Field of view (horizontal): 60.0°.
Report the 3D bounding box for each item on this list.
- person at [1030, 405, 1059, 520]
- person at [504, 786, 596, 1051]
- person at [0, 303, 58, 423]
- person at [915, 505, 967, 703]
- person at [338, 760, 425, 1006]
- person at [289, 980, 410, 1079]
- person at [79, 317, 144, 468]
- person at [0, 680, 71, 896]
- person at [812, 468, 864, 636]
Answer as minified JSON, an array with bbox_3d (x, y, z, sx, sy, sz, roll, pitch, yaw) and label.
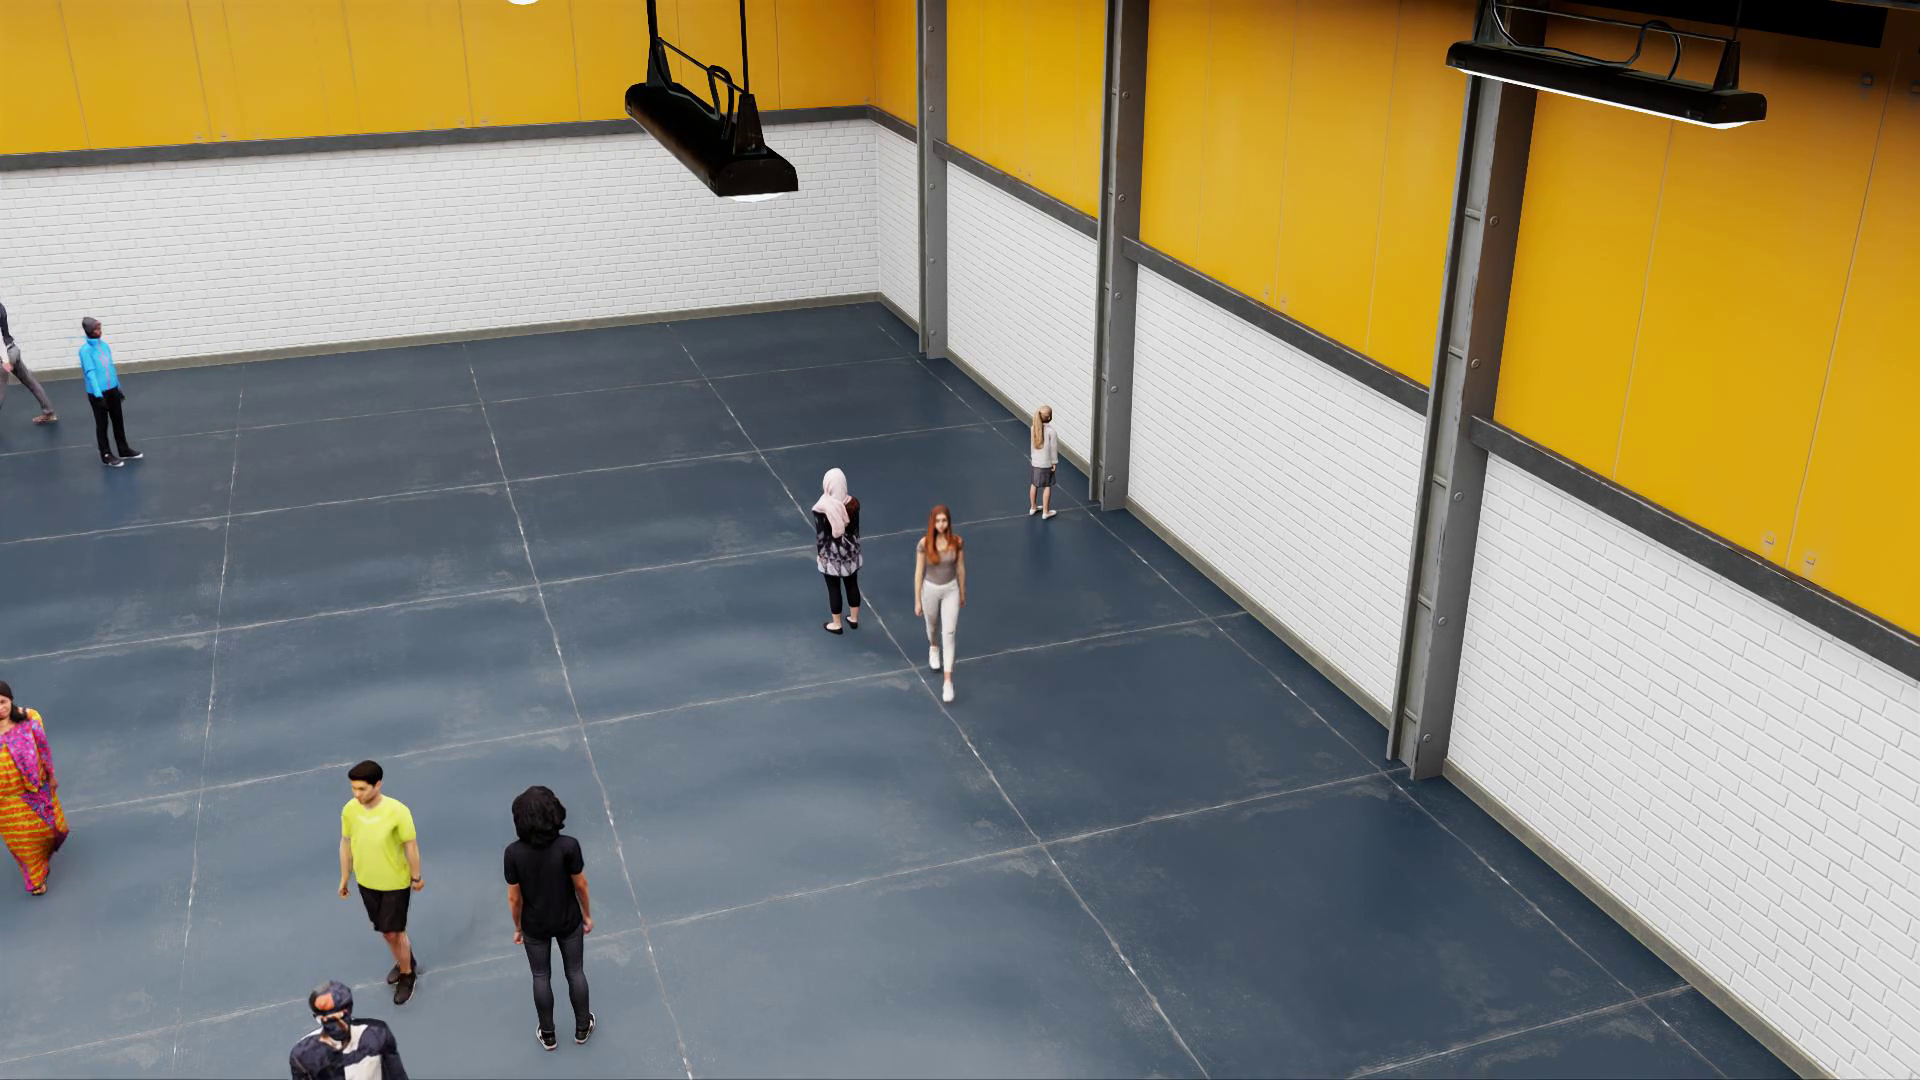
[{"bbox_3d":[0.902,-0.869,18.195,0.581,1.275,0.654,17,29,33],"label":"person"},{"bbox_3d":[-2.515,2.316,10.207,0.662,1.835,0.557,-6,24,-12],"label":"person"},{"bbox_3d":[-11.751,-2.285,20.669,0.782,1.888,1.125,-6,24,-14],"label":"person"},{"bbox_3d":[-0.186,0.471,14.619,0.835,1.682,1.207,-2,24,-3],"label":"person"},{"bbox_3d":[-3.710,2.133,10.807,0.793,1.691,0.849,7,25,16],"label":"person"},{"bbox_3d":[-3.123,3.016,8.600,0.844,1.840,1.220,-13,27,-27],"label":"person"},{"bbox_3d":[-10.113,-1.751,19.561,0.789,1.795,0.701,5,24,12],"label":"person"},{"bbox_3d":[-6.705,1.692,11.843,0.743,1.669,0.943,-13,27,-28],"label":"person"},{"bbox_3d":[-1.125,0.100,15.524,0.687,1.637,0.684,-15,28,-31],"label":"person"}]
